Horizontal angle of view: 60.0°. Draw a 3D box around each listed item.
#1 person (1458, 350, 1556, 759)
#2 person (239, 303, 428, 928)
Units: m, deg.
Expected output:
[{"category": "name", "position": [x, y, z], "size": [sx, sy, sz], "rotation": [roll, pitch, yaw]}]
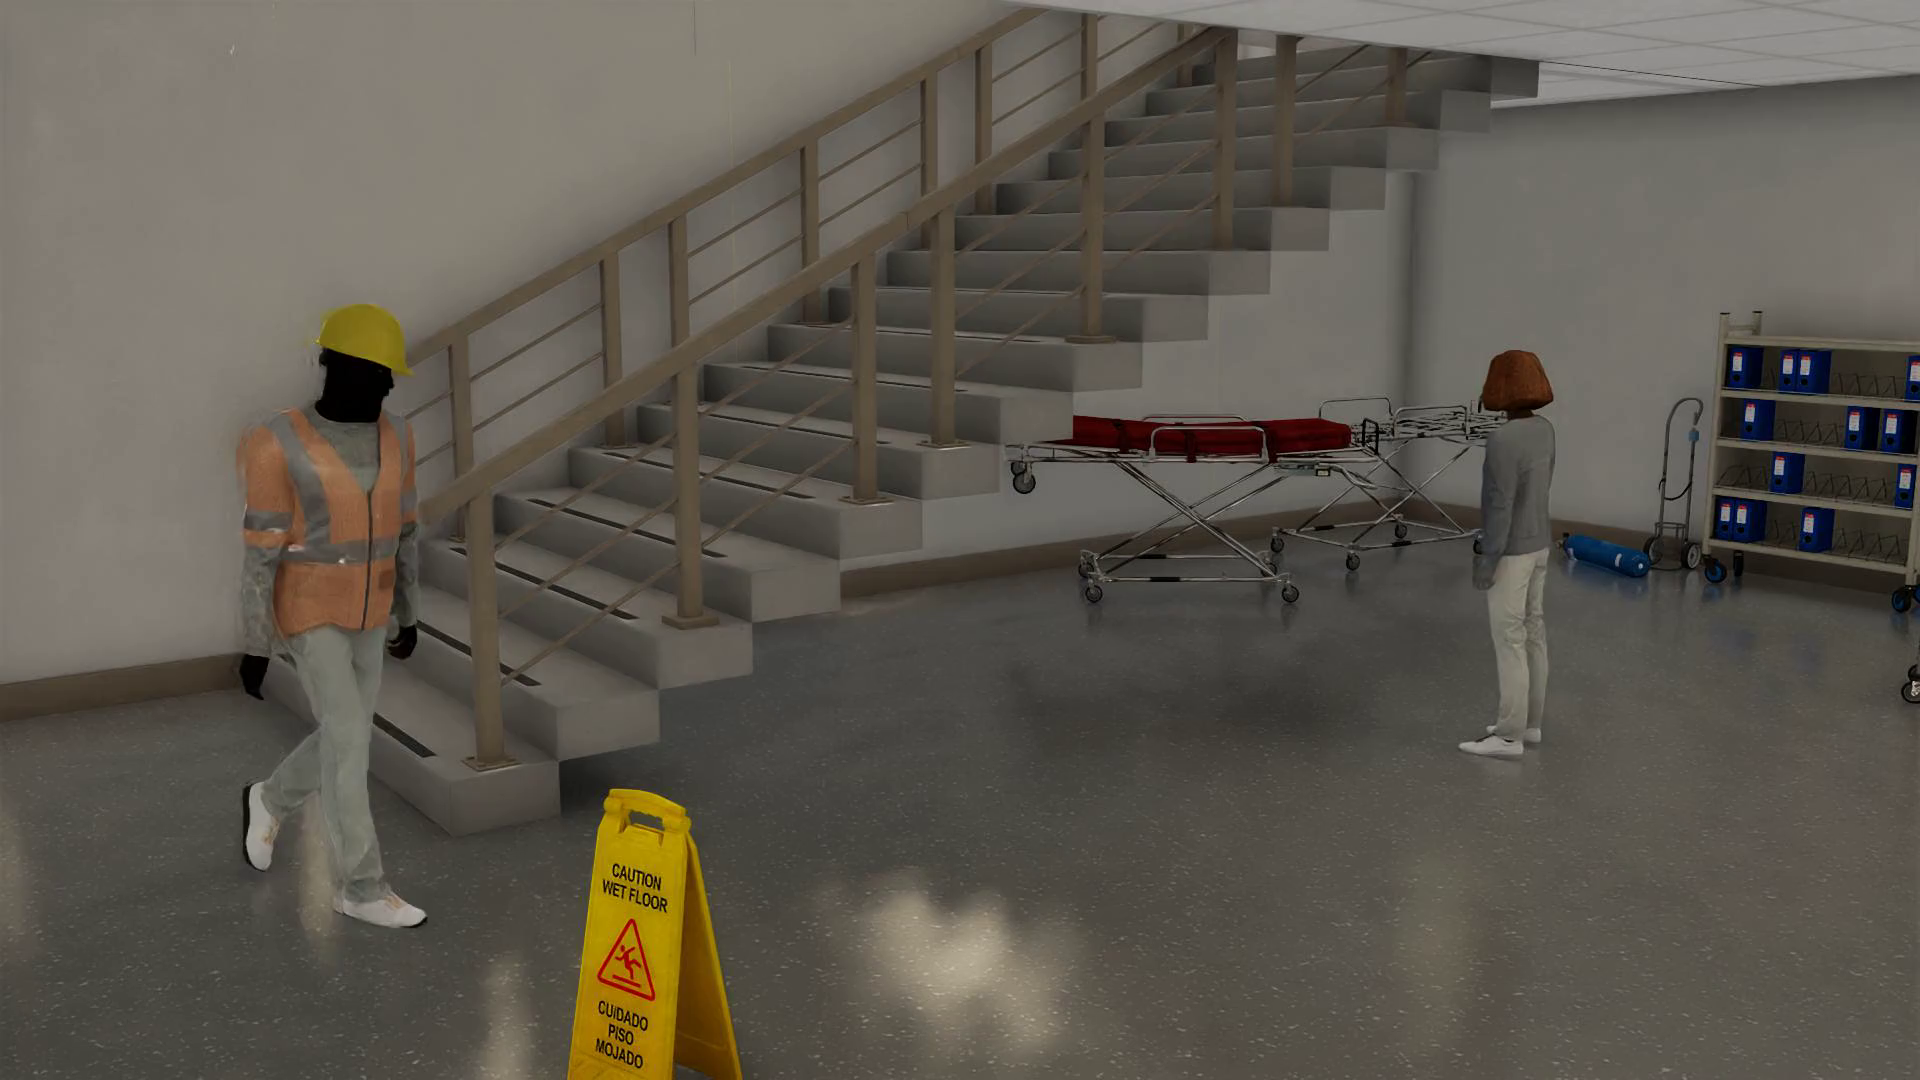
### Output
[{"category": "person", "position": [2.209, 0.061, 6.663], "size": [0.281, 1.633, 0.501], "rotation": [9, 13, 41]}, {"category": "person", "position": [-1.978, 0.210, 5.130], "size": [0.844, 1.877, 0.647], "rotation": [6, 11, 29]}]
